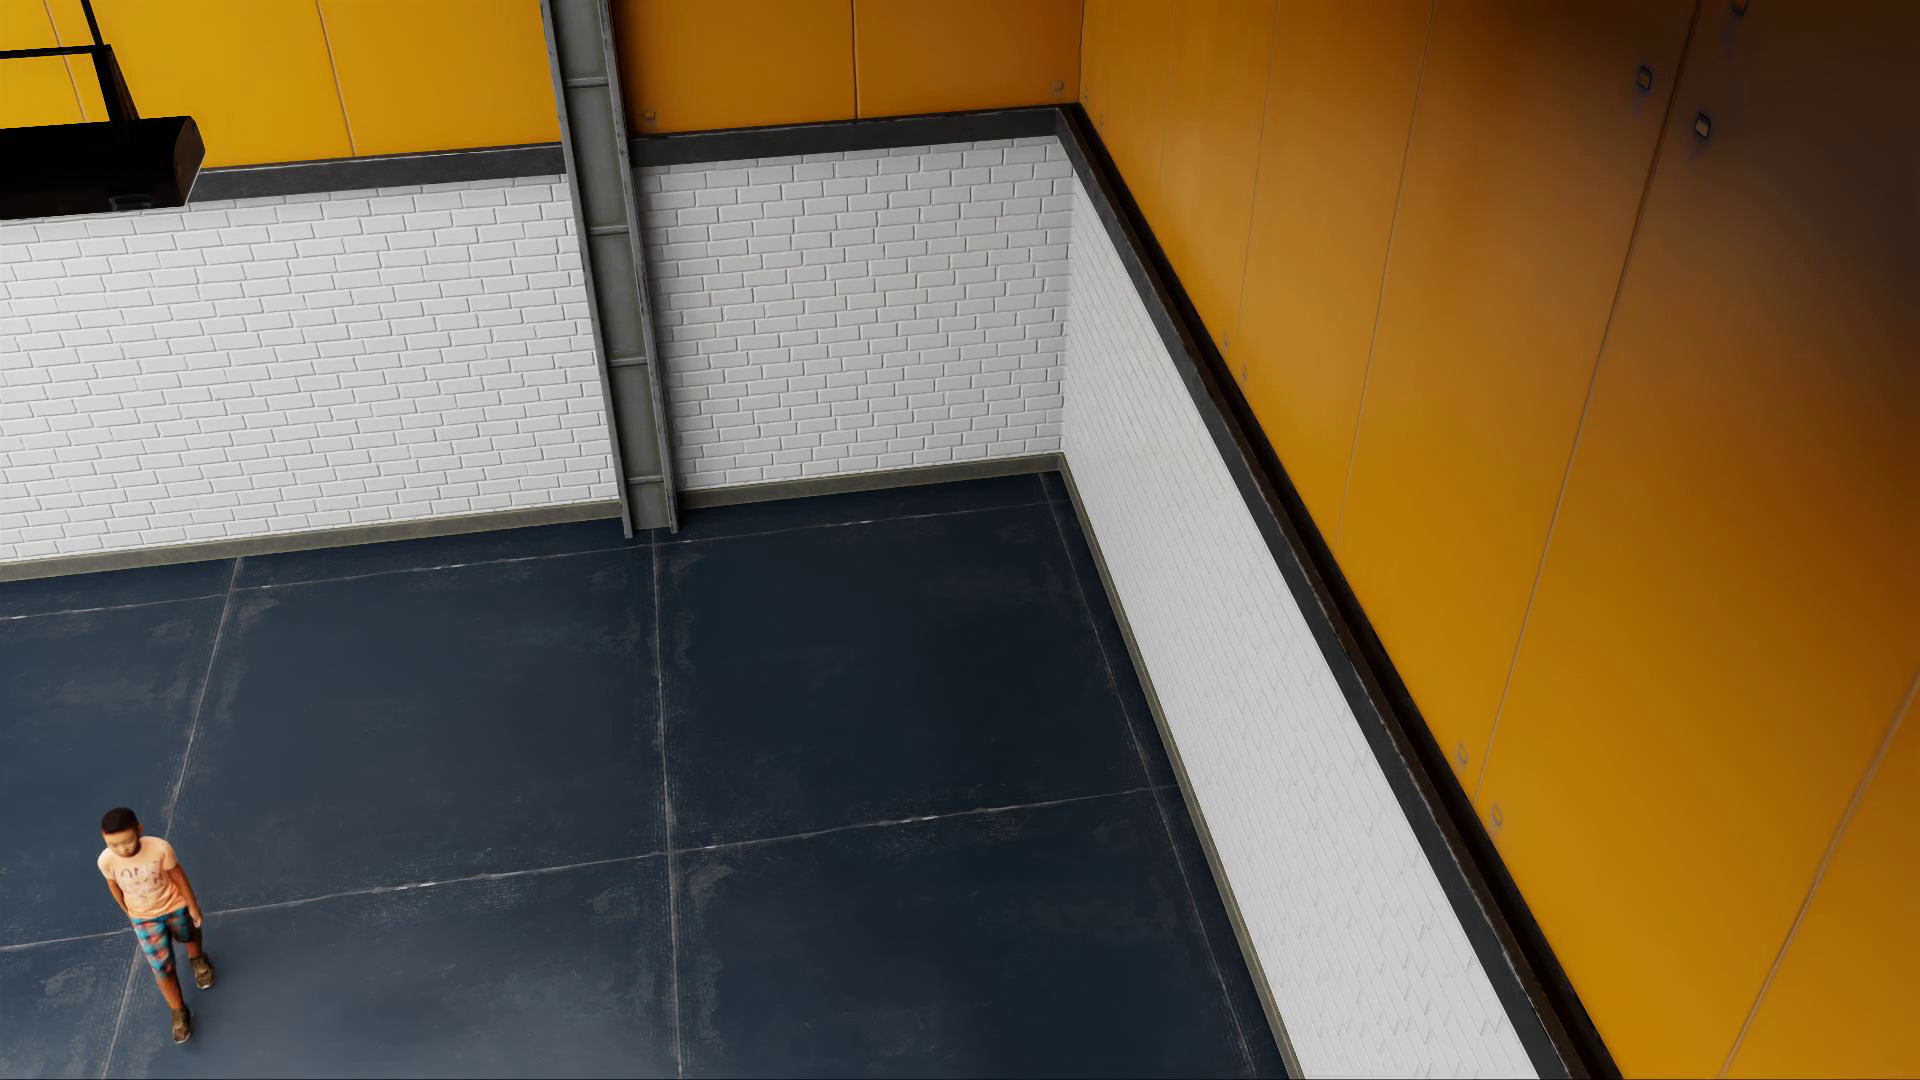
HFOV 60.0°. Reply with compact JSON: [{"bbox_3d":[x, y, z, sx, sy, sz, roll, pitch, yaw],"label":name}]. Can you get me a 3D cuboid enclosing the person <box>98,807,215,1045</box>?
[{"bbox_3d":[-4.243,1.893,8.819,0.827,1.440,0.725,-17,42,-20],"label":"person"}]
